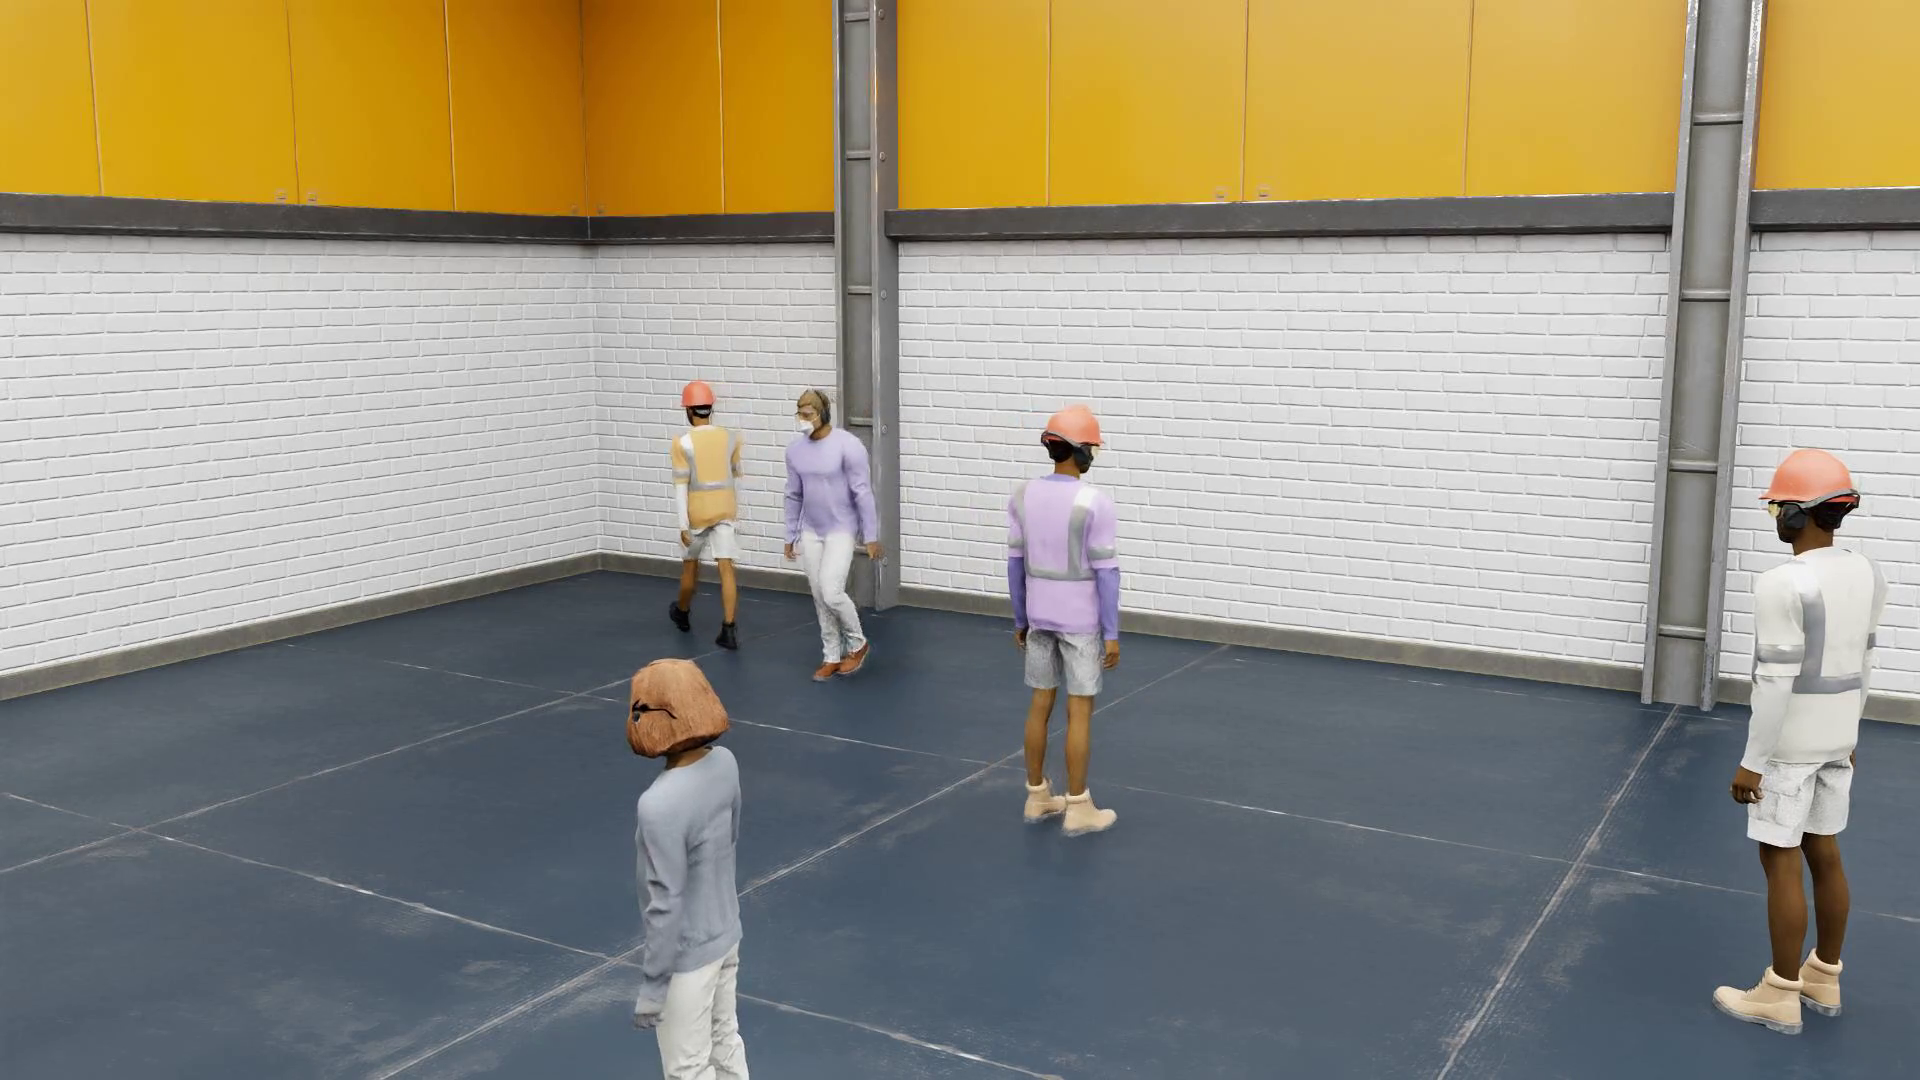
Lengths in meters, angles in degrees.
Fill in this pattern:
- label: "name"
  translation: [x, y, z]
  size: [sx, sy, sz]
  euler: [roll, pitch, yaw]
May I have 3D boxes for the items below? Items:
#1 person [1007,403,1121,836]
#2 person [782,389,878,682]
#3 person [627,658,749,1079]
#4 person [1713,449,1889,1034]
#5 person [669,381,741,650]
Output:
- label: "person"
  translation: [0.520, 0.369, 7.917]
  size: [0.614, 2.039, 0.394]
  euler: [8, 12, 41]
- label: "person"
  translation: [-0.856, -0.020, 10.718]
  size: [0.670, 1.917, 0.437]
  euler: [7, 11, 37]
- label: "person"
  translation: [-0.733, 1.121, 4.492]
  size: [0.268, 1.630, 0.507]
  euler: [2, 9, 14]
- label: "person"
  translation: [2.931, 0.699, 5.853]
  size: [0.615, 2.040, 0.391]
  euler: [-5, 11, -30]
- label: "person"
  translation: [-1.842, -0.199, 11.980]
  size: [0.551, 1.871, 1.026]
  euler: [-5, 10, -26]
